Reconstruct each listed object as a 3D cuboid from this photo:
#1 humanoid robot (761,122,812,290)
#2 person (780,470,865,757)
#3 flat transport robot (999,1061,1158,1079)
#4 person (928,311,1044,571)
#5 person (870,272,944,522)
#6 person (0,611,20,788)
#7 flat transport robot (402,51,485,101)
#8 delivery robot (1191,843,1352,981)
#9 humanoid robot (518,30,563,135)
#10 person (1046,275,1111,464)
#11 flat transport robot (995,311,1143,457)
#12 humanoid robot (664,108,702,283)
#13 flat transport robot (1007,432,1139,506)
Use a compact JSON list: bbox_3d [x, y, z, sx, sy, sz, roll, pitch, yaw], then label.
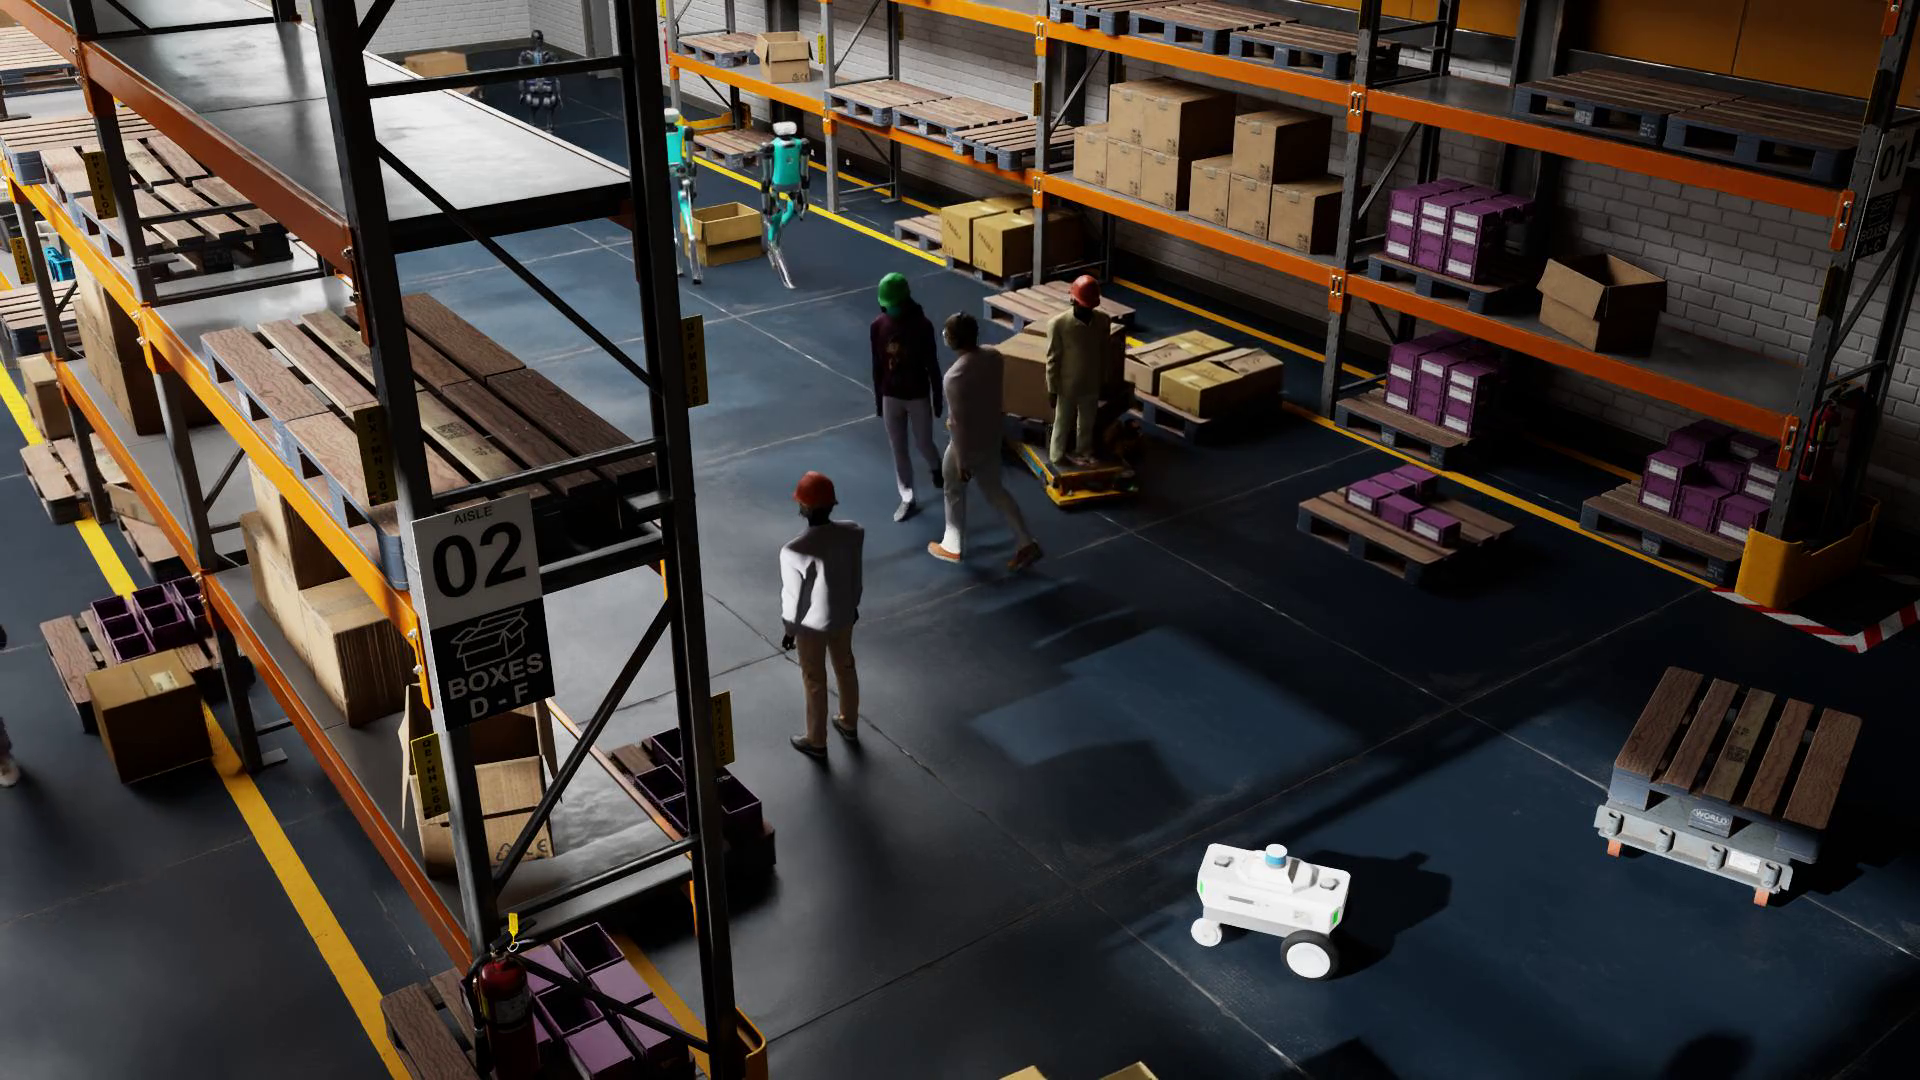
[{"bbox_3d":[-1.943,-3.587,17.514,0.546,1.759,0.967,-13,29,-24],"label":"humanoid robot"},{"bbox_3d":[-0.793,0.418,9.501,0.562,1.751,0.327,-23,35,-38],"label":"person"},{"bbox_3d":[0.604,2.892,6.235,1.431,0.231,0.659,-14,30,-26],"label":"flat transport robot"},{"bbox_3d":[0.169,-0.649,11.460,0.848,1.912,0.646,19,32,33],"label":"person"},{"bbox_3d":[-0.381,-1.105,12.343,0.535,1.919,0.635,6,27,12],"label":"person"},{"bbox_3d":[-5.706,0.479,9.257,0.735,1.881,0.653,-11,29,-22],"label":"person"},{"bbox_3d":[-7.748,-6.395,24.708,0.659,0.231,1.431,0,27,1],"label":"flat transport robot"},{"bbox_3d":[1.541,1.767,8.158,0.802,0.598,0.499,9,28,18],"label":"delivery robot"},{"bbox_3d":[-5.643,-5.981,22.317,0.600,1.638,0.404,-8,28,-16],"label":"humanoid robot"},{"bbox_3d":[0.919,-1.187,12.704,0.562,1.742,0.336,-13,29,-23],"label":"person"},{"bbox_3d":[0.740,-0.926,13.828,1.431,0.231,0.659,15,31,28],"label":"flat transport robot"},{"bbox_3d":[-2.957,-3.534,17.500,0.543,1.887,0.805,-11,29,-20],"label":"humanoid robot"},{"bbox_3d":[0.864,-0.665,13.311,0.659,0.231,1.431,-8,28,-15],"label":"flat transport robot"}]
